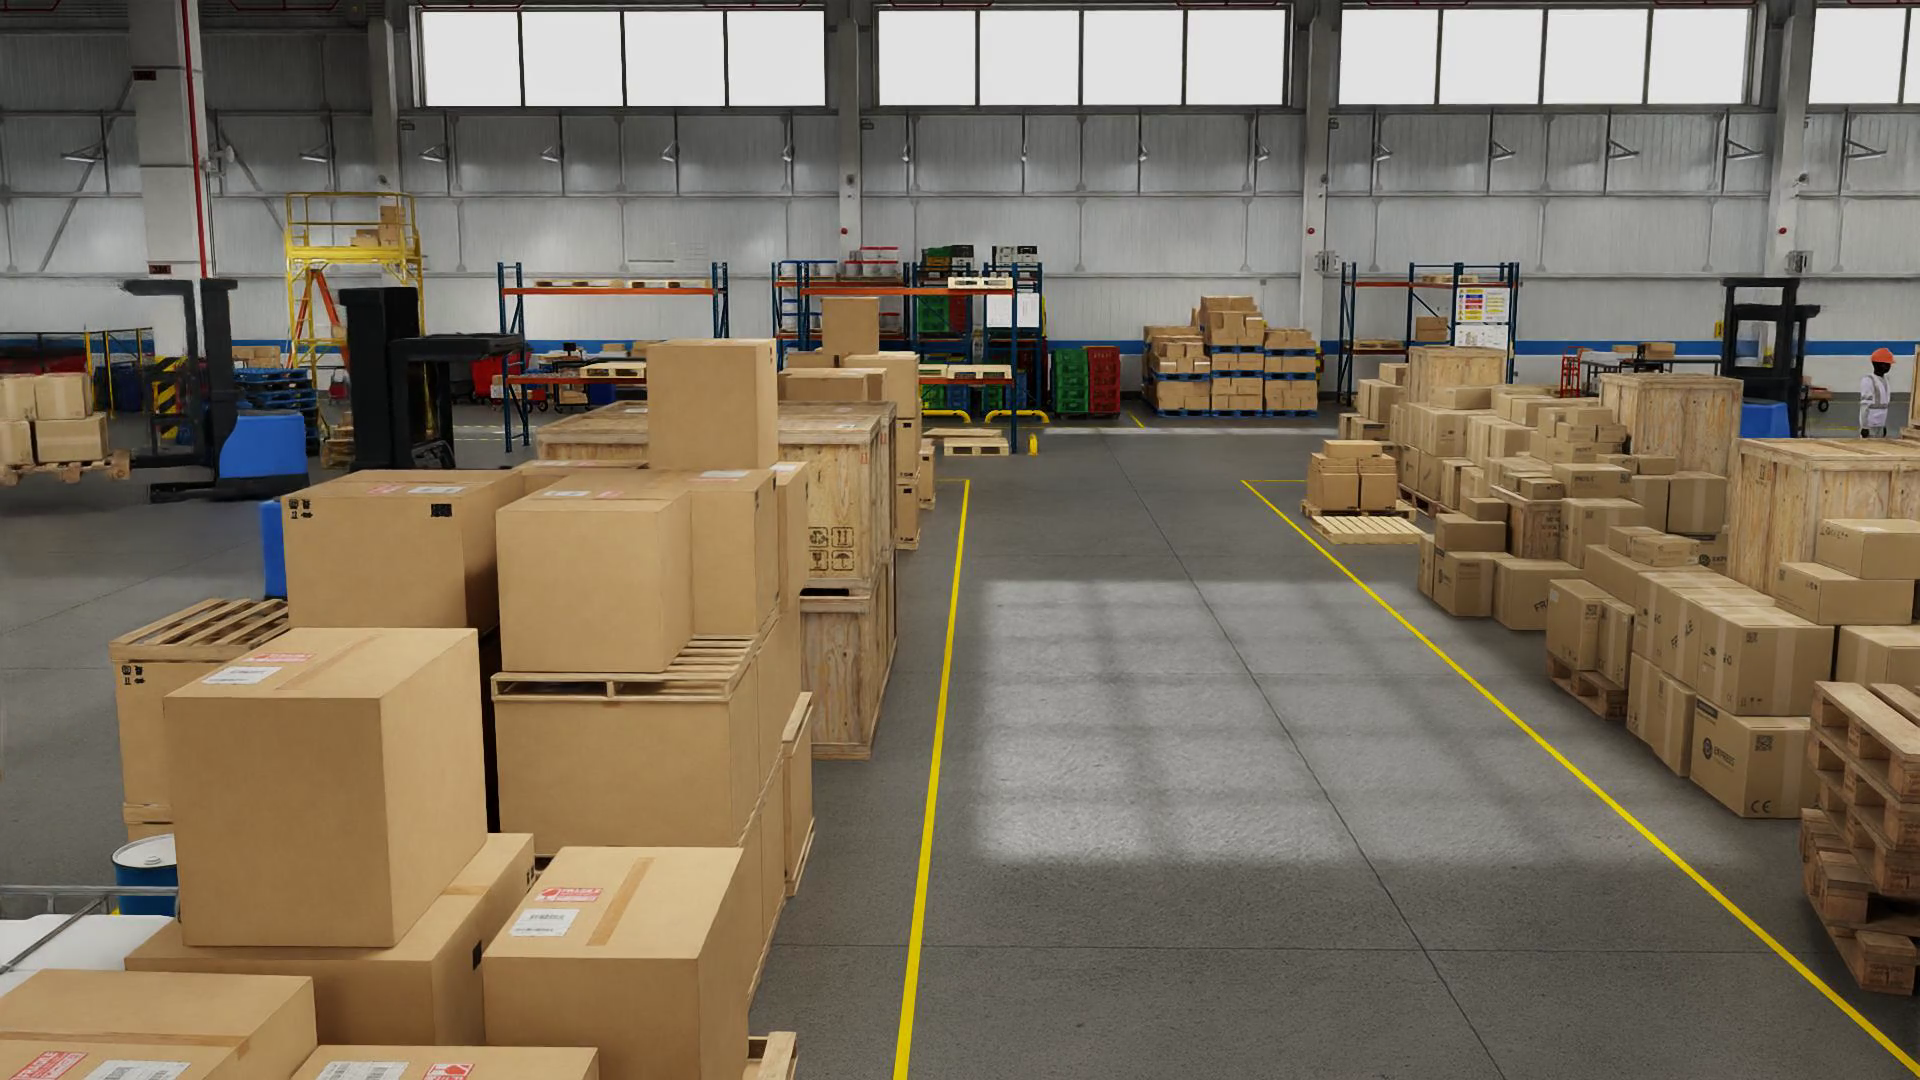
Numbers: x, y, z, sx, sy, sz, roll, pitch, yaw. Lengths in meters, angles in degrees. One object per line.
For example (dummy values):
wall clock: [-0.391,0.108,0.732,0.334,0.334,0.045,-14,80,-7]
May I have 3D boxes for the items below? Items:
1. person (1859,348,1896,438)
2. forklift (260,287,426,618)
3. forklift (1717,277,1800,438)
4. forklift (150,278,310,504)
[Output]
person: [11.840,-1.509,21.496,0.552,1.935,0.370,-7,12,-36]
forklift: [-4.775,-0.711,13.897,1.873,2.768,1.129,0,9,1]
forklift: [11.255,-2.330,23.589,1.129,2.768,1.873,8,13,41]
forklift: [-9.465,-1.957,21.360,1.873,2.768,1.129,-4,10,-25]
